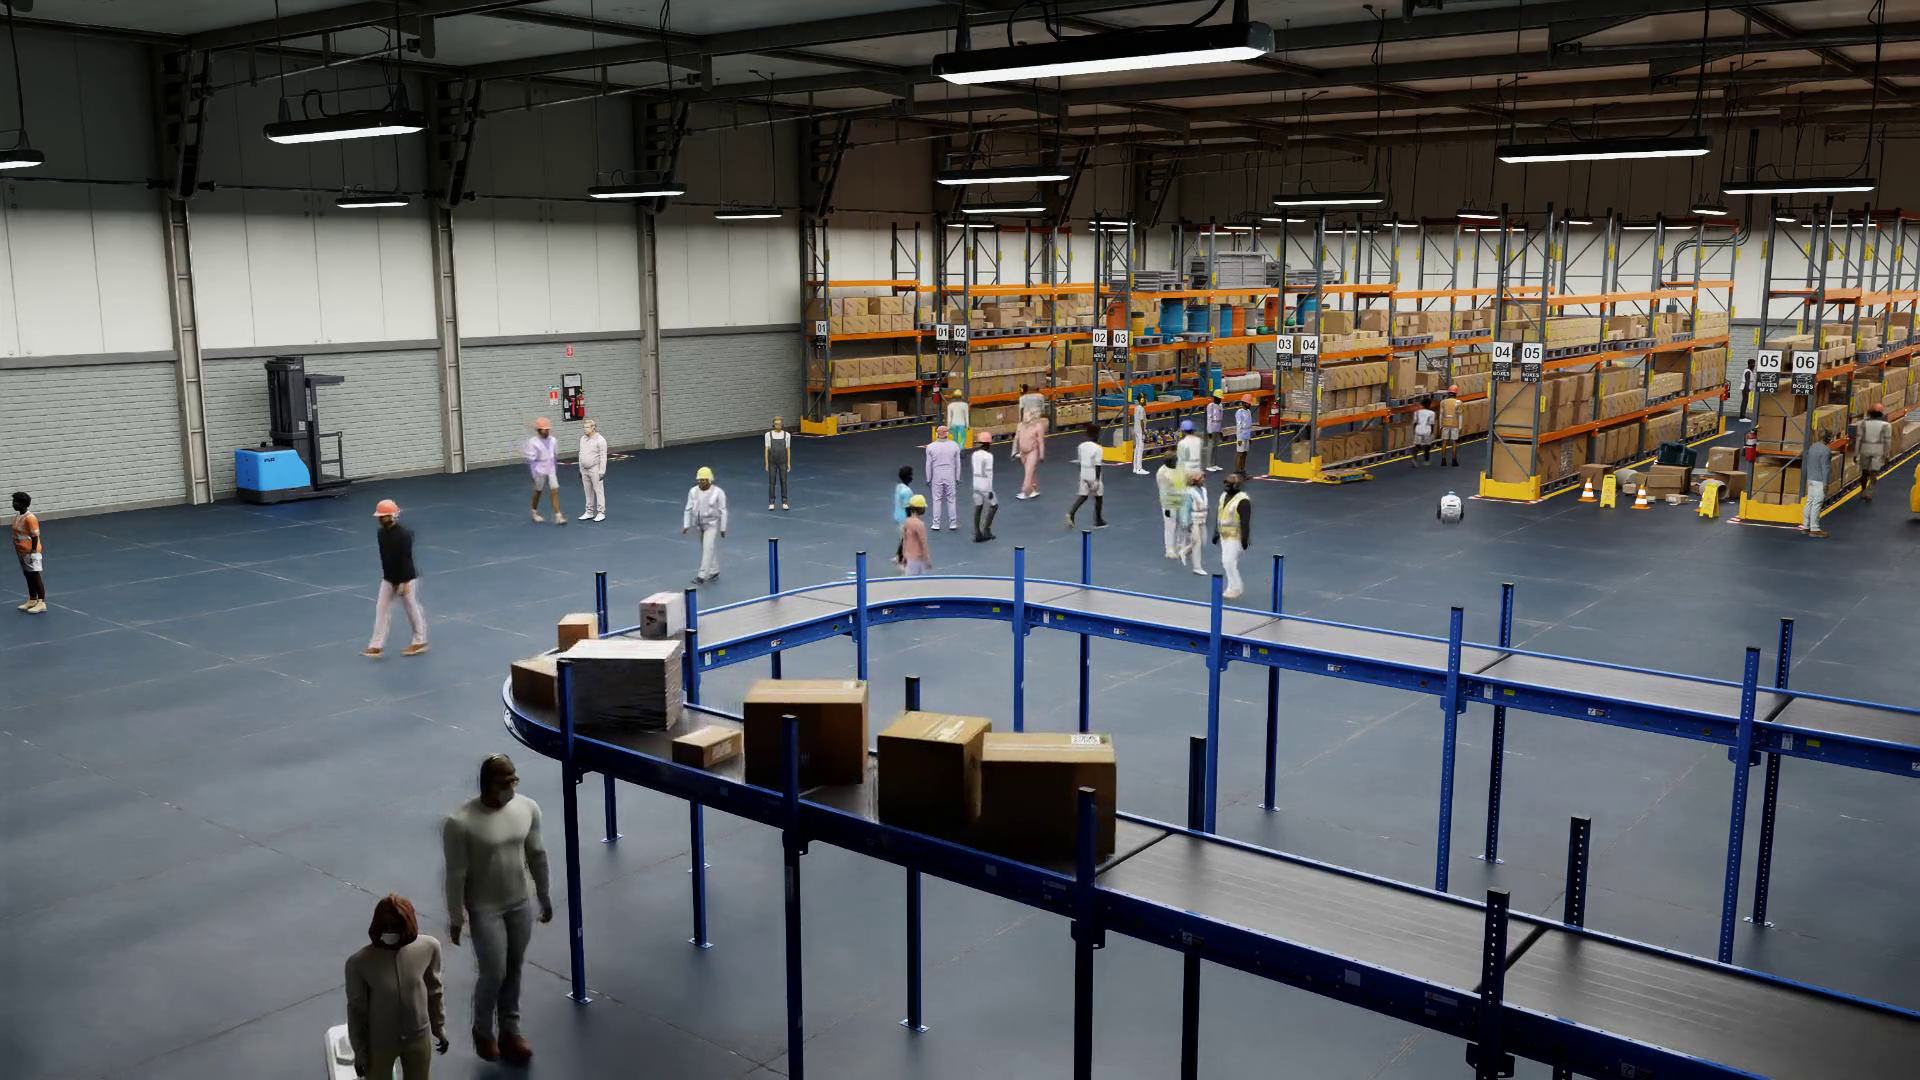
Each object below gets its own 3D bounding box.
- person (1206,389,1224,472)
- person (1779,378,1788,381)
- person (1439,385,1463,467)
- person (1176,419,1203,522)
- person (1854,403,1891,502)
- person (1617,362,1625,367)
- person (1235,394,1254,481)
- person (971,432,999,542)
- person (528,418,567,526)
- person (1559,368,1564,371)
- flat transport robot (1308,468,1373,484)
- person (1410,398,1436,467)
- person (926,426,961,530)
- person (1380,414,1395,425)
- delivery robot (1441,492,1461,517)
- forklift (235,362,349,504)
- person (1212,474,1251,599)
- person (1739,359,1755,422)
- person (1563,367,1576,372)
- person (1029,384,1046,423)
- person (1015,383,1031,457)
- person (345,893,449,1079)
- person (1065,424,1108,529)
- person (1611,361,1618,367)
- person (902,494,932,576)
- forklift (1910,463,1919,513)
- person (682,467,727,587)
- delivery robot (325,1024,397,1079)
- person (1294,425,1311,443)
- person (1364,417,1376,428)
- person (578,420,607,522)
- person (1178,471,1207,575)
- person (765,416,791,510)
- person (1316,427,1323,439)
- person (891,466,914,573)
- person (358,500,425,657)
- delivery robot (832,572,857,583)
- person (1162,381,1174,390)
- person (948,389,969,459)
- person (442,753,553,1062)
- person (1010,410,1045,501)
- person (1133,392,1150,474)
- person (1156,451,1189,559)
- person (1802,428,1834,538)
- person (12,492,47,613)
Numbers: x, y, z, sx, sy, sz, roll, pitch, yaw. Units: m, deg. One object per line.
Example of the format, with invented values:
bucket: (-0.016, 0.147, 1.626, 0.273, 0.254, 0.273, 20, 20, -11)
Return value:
person: (5.965, -2.564, 36.503, 0.386, 1.917, 0.584, 8, 13, 37)
person: (20.891, -3.227, 40.218, 0.894, 1.942, 0.623, -5, 11, -27)
person: (11.748, -2.740, 37.431, 0.549, 1.936, 0.376, 6, 12, 32)
person: (4.301, -1.289, 29.278, 0.628, 1.930, 0.532, -7, 12, -34)
person: (18.563, -1.780, 31.849, 0.615, 2.019, 0.890, 7, 12, 34)
person: (20.435, -4.622, 48.470, 0.585, 1.773, 0.938, -6, 12, -29)
person: (6.362, -2.299, 34.956, 0.358, 1.937, 0.544, 7, 12, 35)
person: (0.457, -0.929, 27.280, 0.530, 1.920, 0.578, -8, 13, -37)
person: (-7.712, -1.269, 29.035, 1.070, 1.987, 0.632, 10, 14, 44)
person: (16.644, -3.818, 43.530, 0.605, 1.927, 0.536, 5, 11, 24)
flat transport robot: (8.493, -1.432, 34.877, 1.431, 0.197, 0.652, -8, 13, -37)
person: (10.946, -2.538, 37.044, 0.559, 1.664, 0.775, 8, 13, 37)
person: (-0.309, -1.127, 28.460, 0.639, 1.902, 0.407, -1, 10, -7)
person: (11.823, -3.757, 43.219, 0.550, 1.935, 0.407, 2, 10, 12)
delivery robot: (9.271, -0.670, 29.528, 0.477, 0.478, 0.707, 3, 10, 15)
forklift: (-13.803, -2.244, 32.110, 1.129, 2.768, 1.873, 8, 13, 37)
person: (3.908, -0.047, 22.587, 0.464, 1.827, 0.637, -3, 11, -18)
person: (24.083, -4.583, 47.875, 0.398, 1.915, 0.589, 5, 11, 27)
person: (18.559, -4.537, 47.710, 0.658, 1.880, 0.490, -9, 14, -42)
person: (2.020, -3.374, 41.988, 0.509, 1.598, 0.875, 9, 13, 40)
person: (1.607, -3.008, 39.178, 0.432, 1.856, 0.514, 7, 12, 36)
person: (-2.918, 2.616, 8.146, 0.499, 1.632, 0.285, -8, 13, -36)
person: (2.325, -1.153, 28.510, 0.860, 1.934, 0.616, -9, 13, -41)
person: (19.592, -4.411, 46.924, 0.592, 1.921, 0.440, -10, 14, -44)
person: (-0.662, 0.233, 21.293, 0.886, 1.723, 0.515, -4, 11, -20)
forklift: (19.034, -1.348, 28.998, 2.313, 2.155, 1.214, 8, 13, 37)
person: (-3.873, -0.208, 23.602, 0.588, 1.778, 0.937, 4, 11, 24)
delivery robot: (-3.420, 2.992, 8.920, 0.477, 0.478, 0.707, -5, 11, -25)
person: (9.155, -3.503, 41.648, 0.652, 1.957, 0.942, 6, 12, 32)
person: (11.423, -3.776, 43.579, 0.649, 1.834, 0.366, -2, 10, -10)
person: (-6.948, -1.312, 29.483, 0.641, 1.908, 0.407, 6, 12, 31)
person: (3.663, -0.283, 24.492, 0.557, 1.625, 0.520, 9, 14, 42)
person: (-3.580, -1.512, 30.783, 0.506, 1.846, 0.345, -2, 10, -11)
person: (9.277, -3.236, 40.404, 0.644, 1.891, 1.029, 6, 12, 31)
person: (-0.846, -0.325, 24.538, 0.375, 1.687, 0.545, -3, 11, -18)
person: (-6.989, 0.491, 19.180, 0.628, 1.952, 0.928, 6, 12, 29)
delivery robot: (-1.497, 0.564, 21.852, 0.698, 0.223, 0.335, -3, 10, -16)
person: (6.928, -5.355, 52.322, 0.611, 1.875, 0.979, 9, 14, 42)
person: (-0.048, -2.829, 38.438, 0.545, 1.753, 0.442, 2, 10, 13)
person: (-2.777, 2.226, 9.492, 0.422, 1.928, 0.660, 9, 13, 40)
person: (1.402, -1.759, 32.155, 0.648, 1.855, 0.986, 9, 14, 42)
person: (4.179, -2.464, 36.058, 0.328, 1.876, 0.513, -2, 10, -11)
person: (3.510, -0.577, 25.670, 0.721, 1.802, 0.435, -7, 12, -35)
person: (15.280, -1.036, 27.837, 0.354, 1.937, 0.635, 1, 10, 4)
person: (-12.974, 0.166, 21.757, 0.542, 1.695, 0.316, 8, 13, 39)
